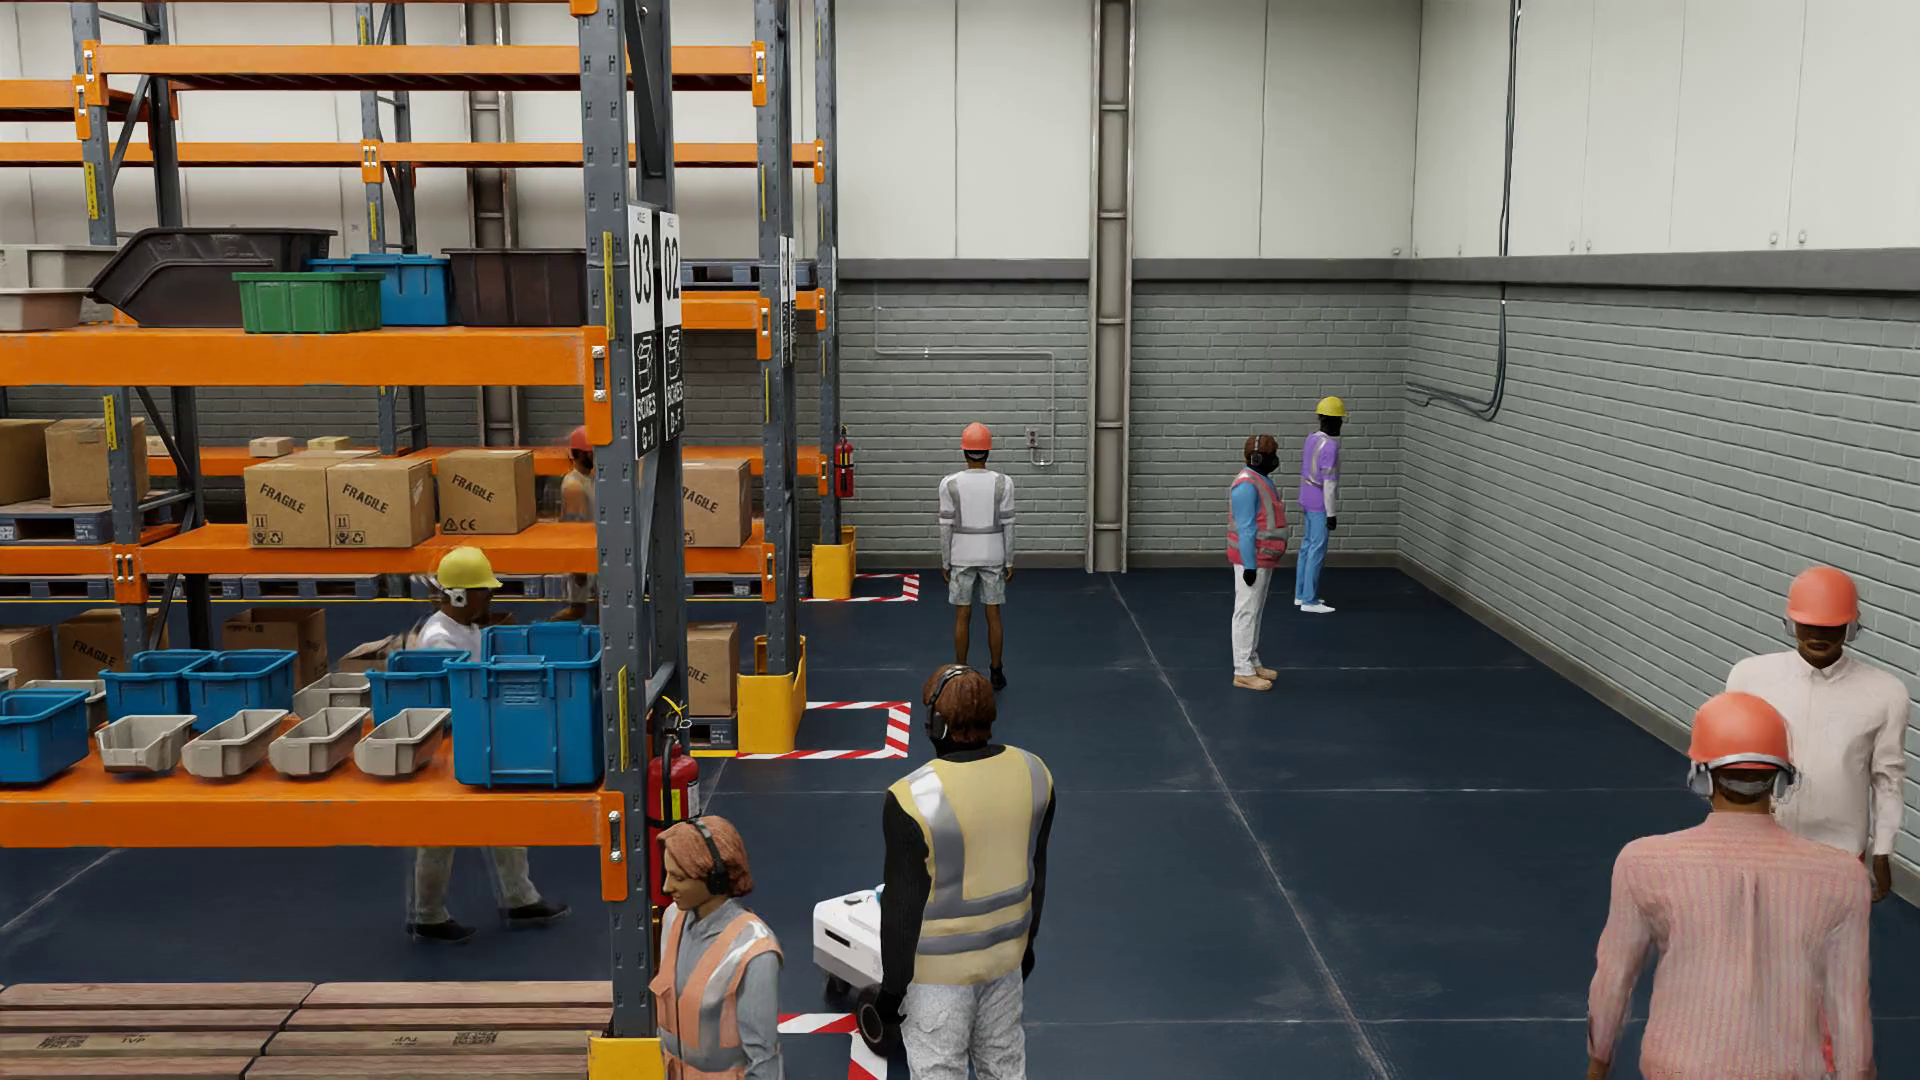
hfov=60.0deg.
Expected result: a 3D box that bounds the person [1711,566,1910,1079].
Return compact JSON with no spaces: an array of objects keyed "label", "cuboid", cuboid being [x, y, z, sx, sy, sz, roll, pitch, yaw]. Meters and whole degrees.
[{"label":"person","cuboid":[3.036,1.071,6.001,0.620,1.990,0.399,5,10,27]}]

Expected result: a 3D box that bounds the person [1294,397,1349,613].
[{"label":"person","cuboid":[3.222,-0.316,14.774,0.423,1.913,0.603,-1,9,-4]}]

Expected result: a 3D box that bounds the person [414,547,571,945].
[{"label":"person","cuboid":[-2.117,0.932,7.421,0.789,1.798,0.612,0,9,-1]}]

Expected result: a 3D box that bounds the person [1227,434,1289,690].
[{"label":"person","cuboid":[2.168,0.150,12.111,0.430,1.845,0.619,3,10,20]}]

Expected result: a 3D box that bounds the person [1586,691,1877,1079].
[{"label":"person","cuboid":[1.988,1.349,4.389,0.650,1.956,0.904,2,10,14]}]

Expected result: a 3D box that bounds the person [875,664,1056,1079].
[{"label":"person","cuboid":[-0.006,1.287,5.144,0.628,1.843,0.429,-8,12,-39]}]

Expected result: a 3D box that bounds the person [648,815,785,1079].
[{"label":"person","cuboid":[-0.627,1.514,4.403,0.313,1.631,0.525,-8,12,-39]}]

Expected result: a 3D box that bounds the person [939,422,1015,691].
[{"label":"person","cuboid":[0.123,0.127,11.946,0.545,1.942,0.354,0,9,-1]}]

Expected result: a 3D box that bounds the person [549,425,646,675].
[{"label":"person","cuboid":[-2.821,0.100,12.241,0.873,1.908,0.553,0,9,2]}]
